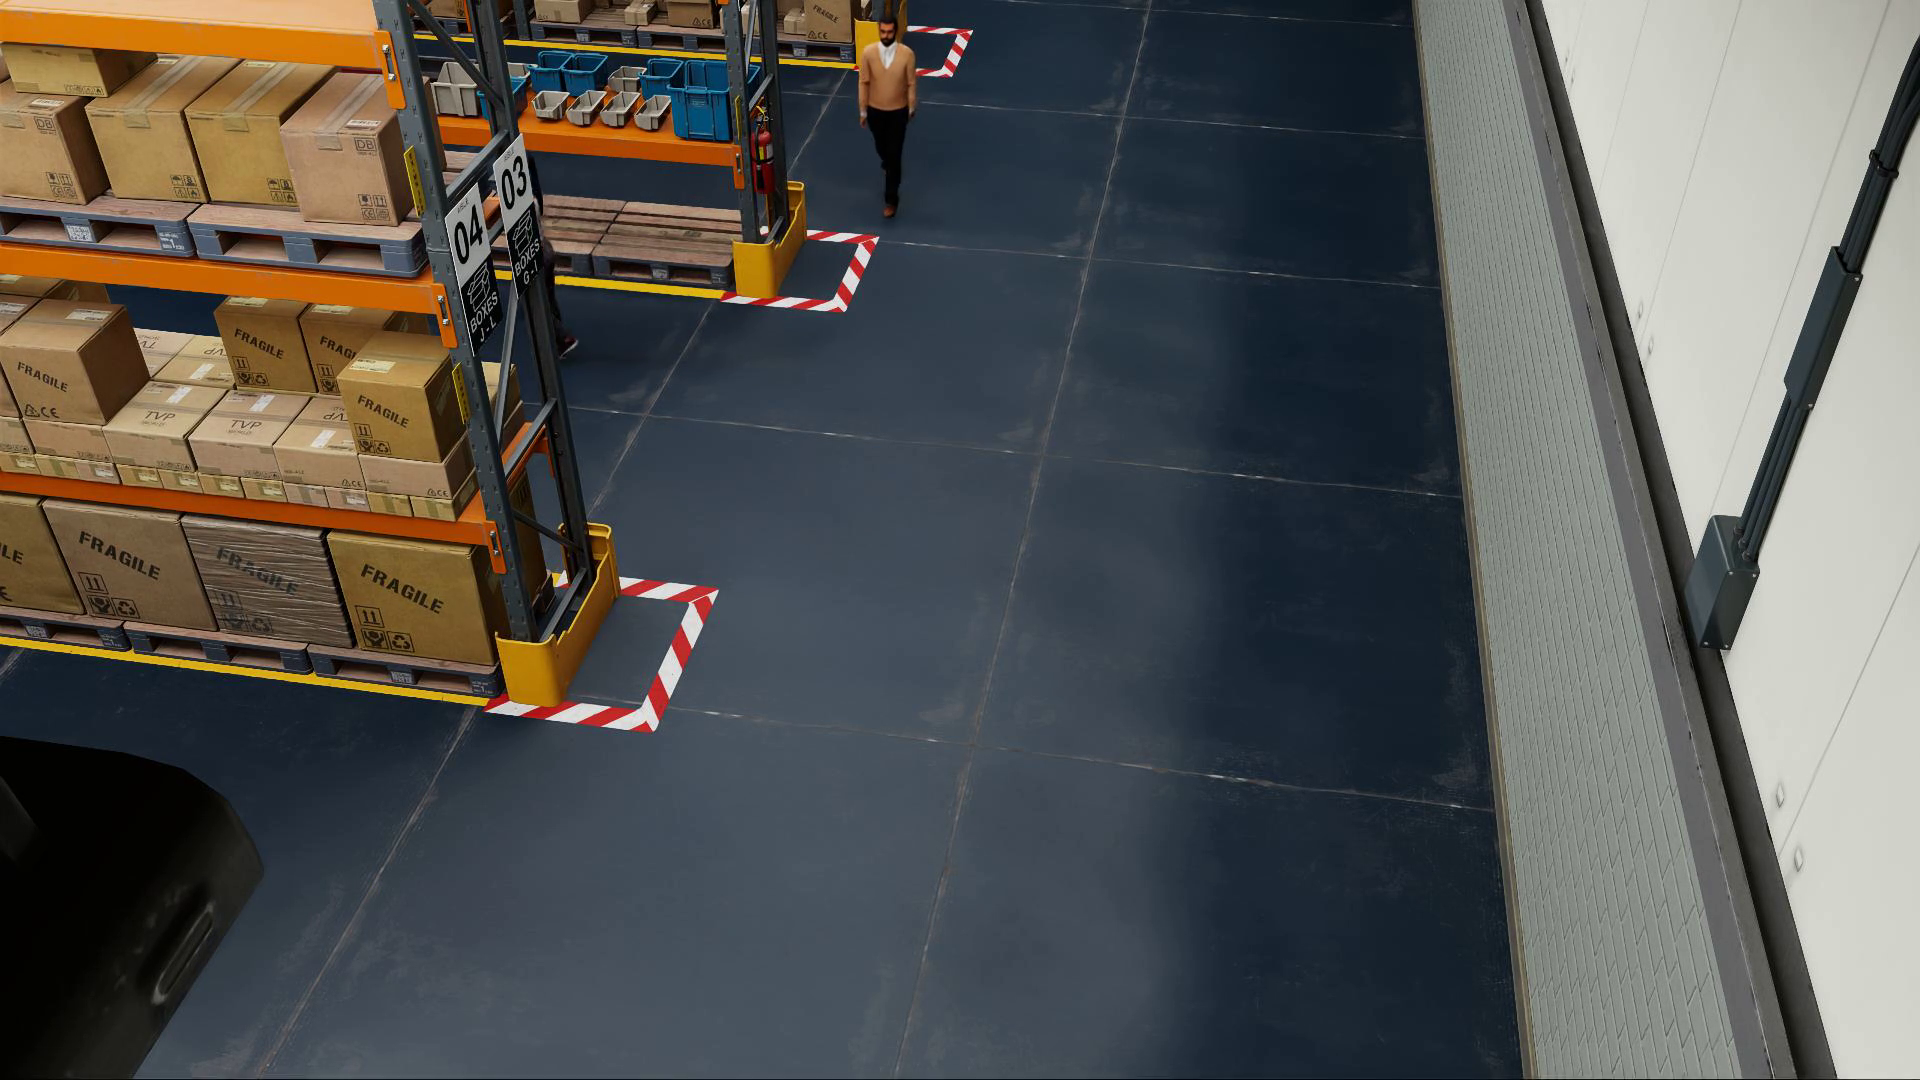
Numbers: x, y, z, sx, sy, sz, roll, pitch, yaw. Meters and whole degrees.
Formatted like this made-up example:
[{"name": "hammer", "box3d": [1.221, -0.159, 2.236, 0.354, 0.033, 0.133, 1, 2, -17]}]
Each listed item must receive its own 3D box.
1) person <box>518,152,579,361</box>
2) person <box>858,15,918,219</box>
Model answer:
[{"name": "person", "box3d": [-3.107, -2.114, 12.576, 0.726, 1.726, 0.713, -5, 38, -6]}, {"name": "person", "box3d": [-0.638, -3.831, 14.781, 1.105, 1.714, 0.720, 5, 38, 6]}]
